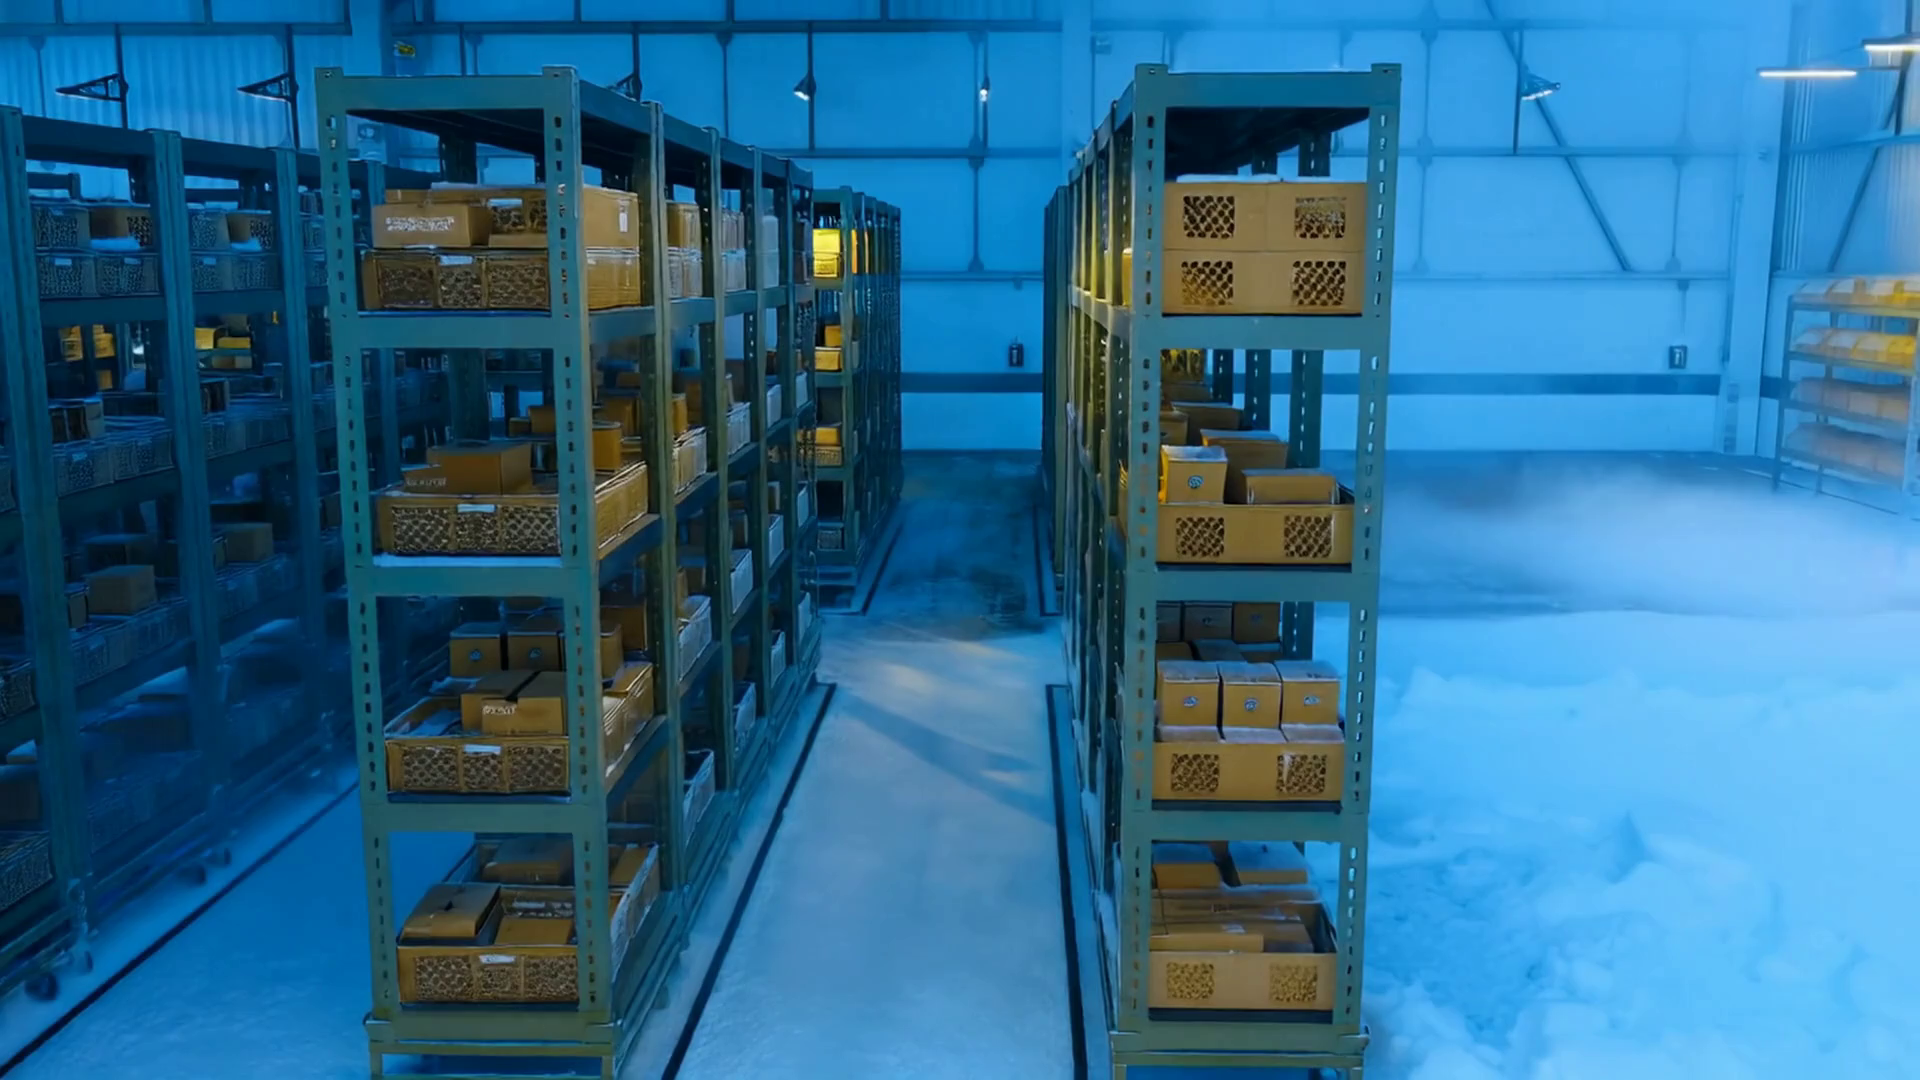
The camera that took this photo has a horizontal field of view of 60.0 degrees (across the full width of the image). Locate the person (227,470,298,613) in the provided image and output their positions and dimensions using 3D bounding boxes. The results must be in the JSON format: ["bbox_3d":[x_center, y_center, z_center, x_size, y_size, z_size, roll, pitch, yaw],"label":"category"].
[{"bbox_3d":[-5.762,-0.189,13.697,0.996,1.793,0.586,0,10,2],"label":"person"}]

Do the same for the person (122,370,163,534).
[{"bbox_3d":[-7.669,-0.609,15.656,0.657,1.955,0.901,-1,10,-5],"label":"person"}]
